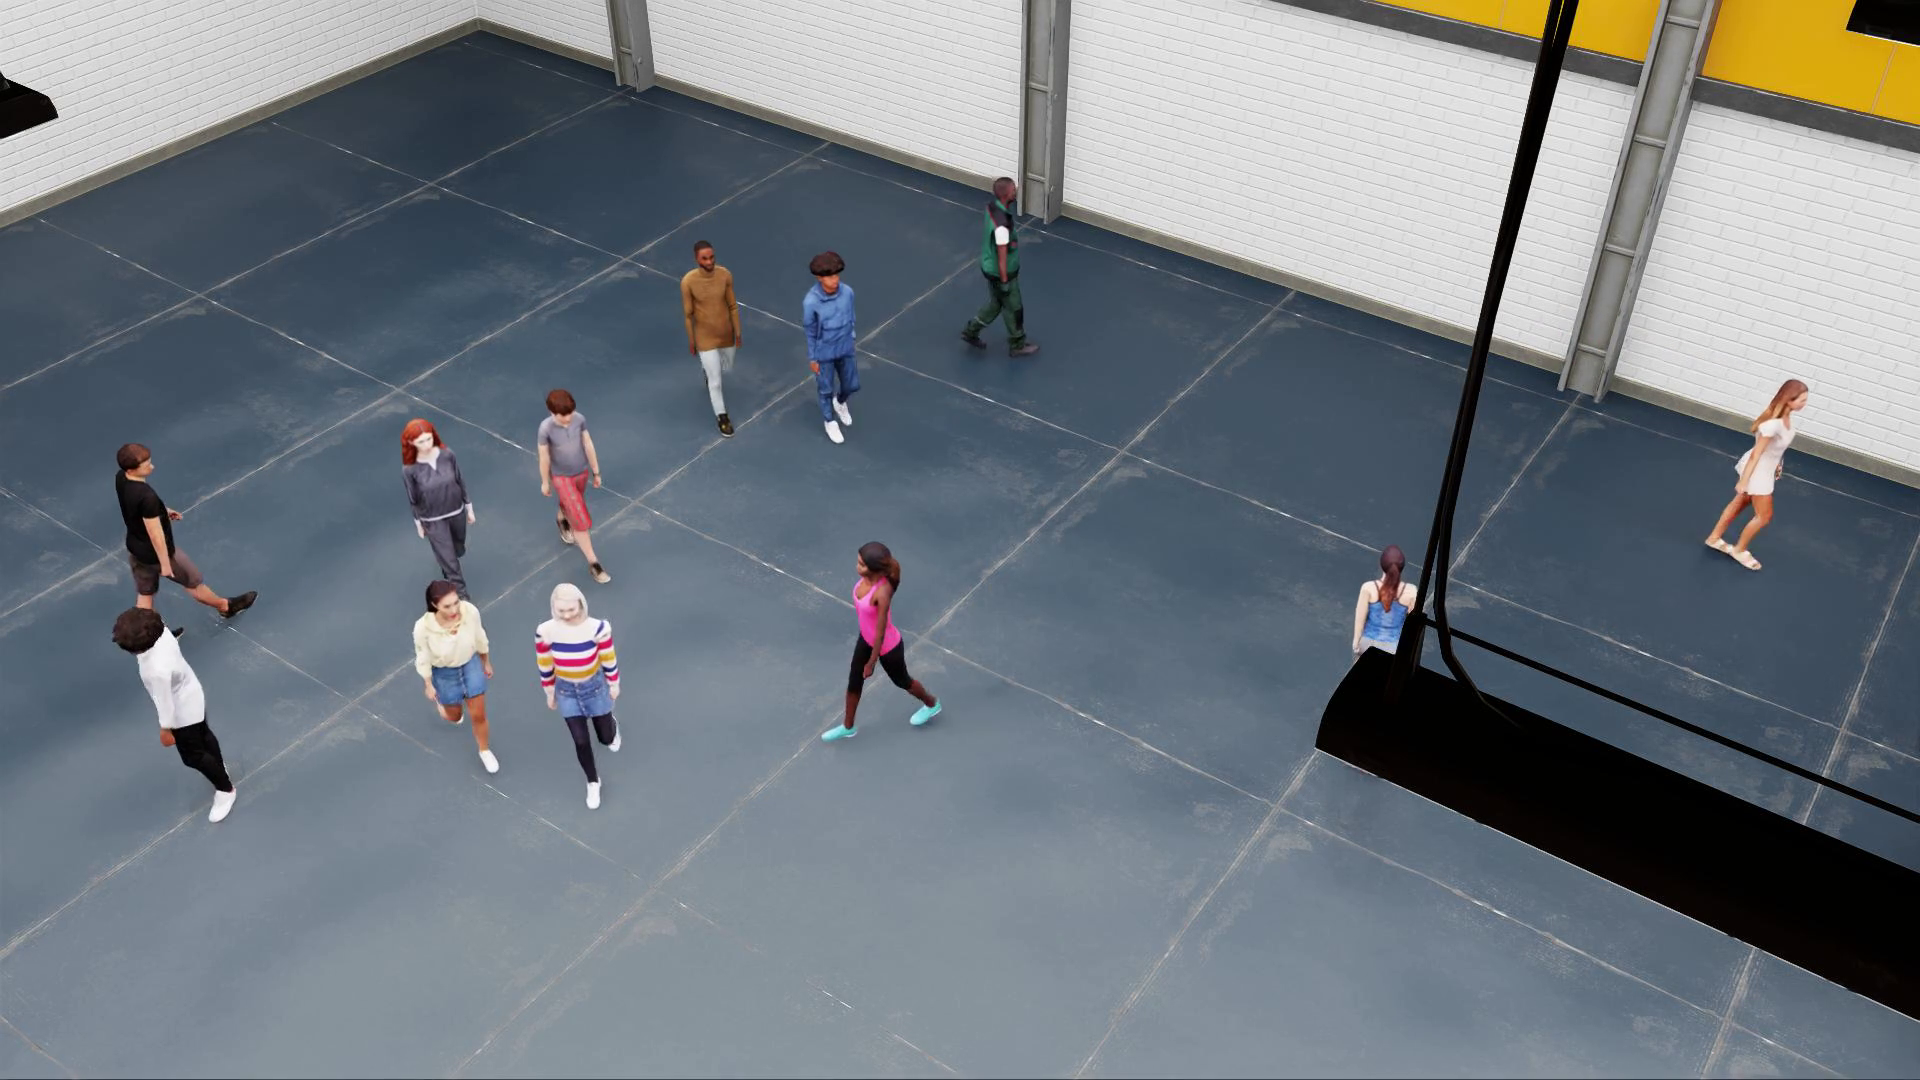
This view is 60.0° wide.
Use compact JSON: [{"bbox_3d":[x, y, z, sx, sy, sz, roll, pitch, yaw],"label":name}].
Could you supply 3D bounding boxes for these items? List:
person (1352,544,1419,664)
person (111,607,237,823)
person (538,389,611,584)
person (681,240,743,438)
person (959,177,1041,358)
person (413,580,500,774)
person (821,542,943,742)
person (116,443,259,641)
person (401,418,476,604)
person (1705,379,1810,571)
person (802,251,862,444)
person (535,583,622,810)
[{"bbox_3d":[2.904,0.752,11.448,1.026,1.586,0.850,10,40,12],"label":"person"},{"bbox_3d":[-5.121,1.019,10.949,0.904,1.792,0.772,-3,39,-4],"label":"person"},{"bbox_3d":[-3.094,-0.539,13.047,0.805,1.608,1.226,-26,46,-29],"label":"person"},{"bbox_3d":[-2.172,-1.822,14.500,0.933,1.801,1.104,-16,41,-19],"label":"person"},{"bbox_3d":[0.317,-2.493,15.320,1.123,1.825,1.051,-5,39,-6],"label":"person"},{"bbox_3d":[-3.438,0.875,11.268,0.832,1.619,0.993,-22,44,-25],"label":"person"},{"bbox_3d":[-0.456,0.710,11.423,0.978,1.683,1.114,-17,42,-20],"label":"person"},{"bbox_3d":[-5.945,0.101,12.080,1.008,1.815,0.772,24,44,27],"label":"person"},{"bbox_3d":[-3.914,-0.194,12.500,0.805,1.752,1.121,-26,45,-28],"label":"person"},{"bbox_3d":[6.174,-0.570,13.029,0.712,1.680,0.629,27,46,29],"label":"person"},{"bbox_3d":[-1.152,-1.697,14.344,0.791,1.800,0.804,-19,43,-23],"label":"person"},{"bbox_3d":[-2.493,0.950,11.034,0.968,1.793,1.008,-3,39,-4],"label":"person"}]
